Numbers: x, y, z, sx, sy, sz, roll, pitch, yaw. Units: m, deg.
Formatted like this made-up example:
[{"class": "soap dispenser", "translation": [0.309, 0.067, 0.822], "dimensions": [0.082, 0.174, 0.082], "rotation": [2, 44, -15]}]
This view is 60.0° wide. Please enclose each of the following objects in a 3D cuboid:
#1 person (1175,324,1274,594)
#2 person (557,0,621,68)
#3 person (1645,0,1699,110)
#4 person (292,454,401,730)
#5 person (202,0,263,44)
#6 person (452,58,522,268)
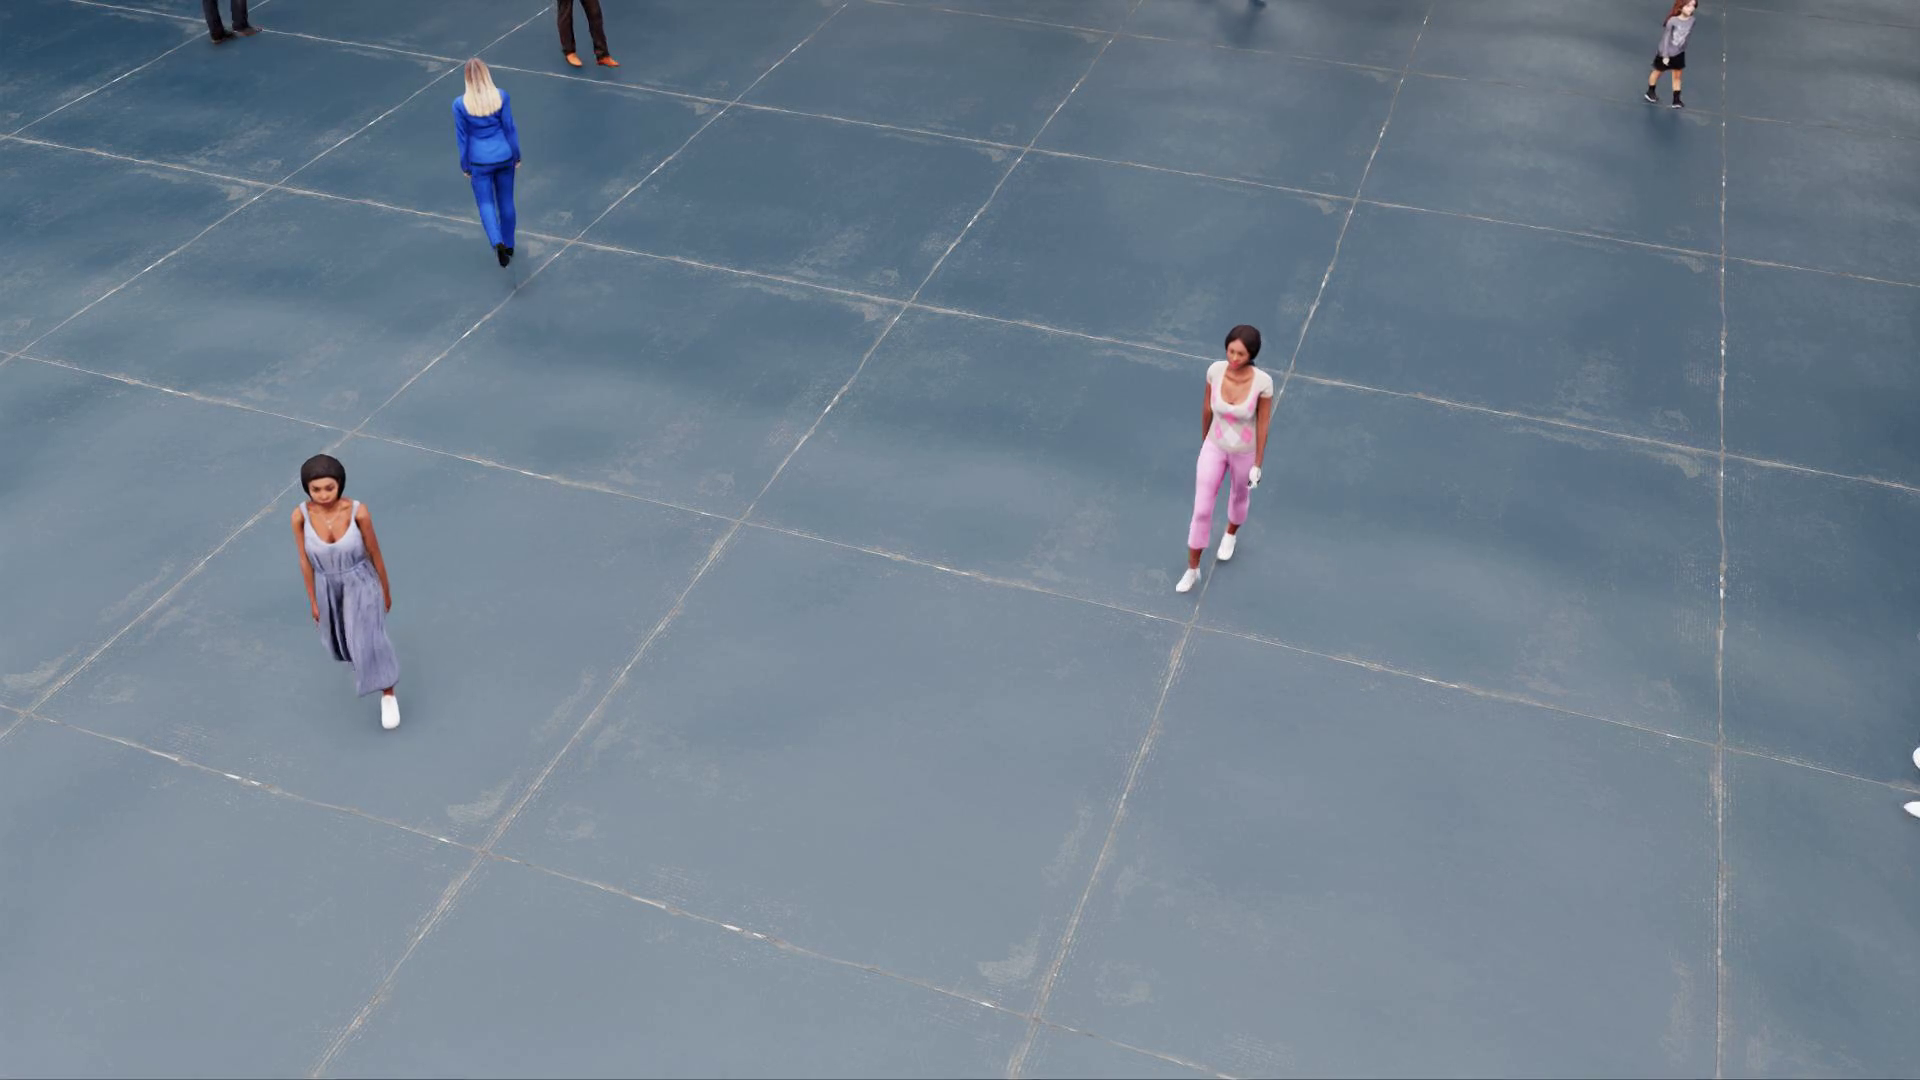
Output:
[{"class": "person", "translation": [1.659, -0.560, 9.984], "dimensions": [0.617, 1.713, 0.963], "rotation": [14, 40, 17]}, {"class": "person", "translation": [-3.852, -5.540, 16.294], "dimensions": [1.024, 1.781, 1.037], "rotation": [-27, 46, -30]}, {"class": "person", "translation": [6.707, -4.658, 15.732], "dimensions": [0.686, 1.084, 0.806], "rotation": [-8, 39, -10]}, {"class": "person", "translation": [-3.305, 0.228, 9.004], "dimensions": [0.839, 1.679, 0.999], "rotation": [-6, 38, -8]}, {"class": "person", "translation": [-7.632, -5.911, 16.760], "dimensions": [0.717, 1.791, 0.730], "rotation": [17, 41, 21]}, {"class": "person", "translation": [-3.653, -2.919, 13.024], "dimensions": [0.955, 1.684, 1.030], "rotation": [-14, 40, -17]}]
